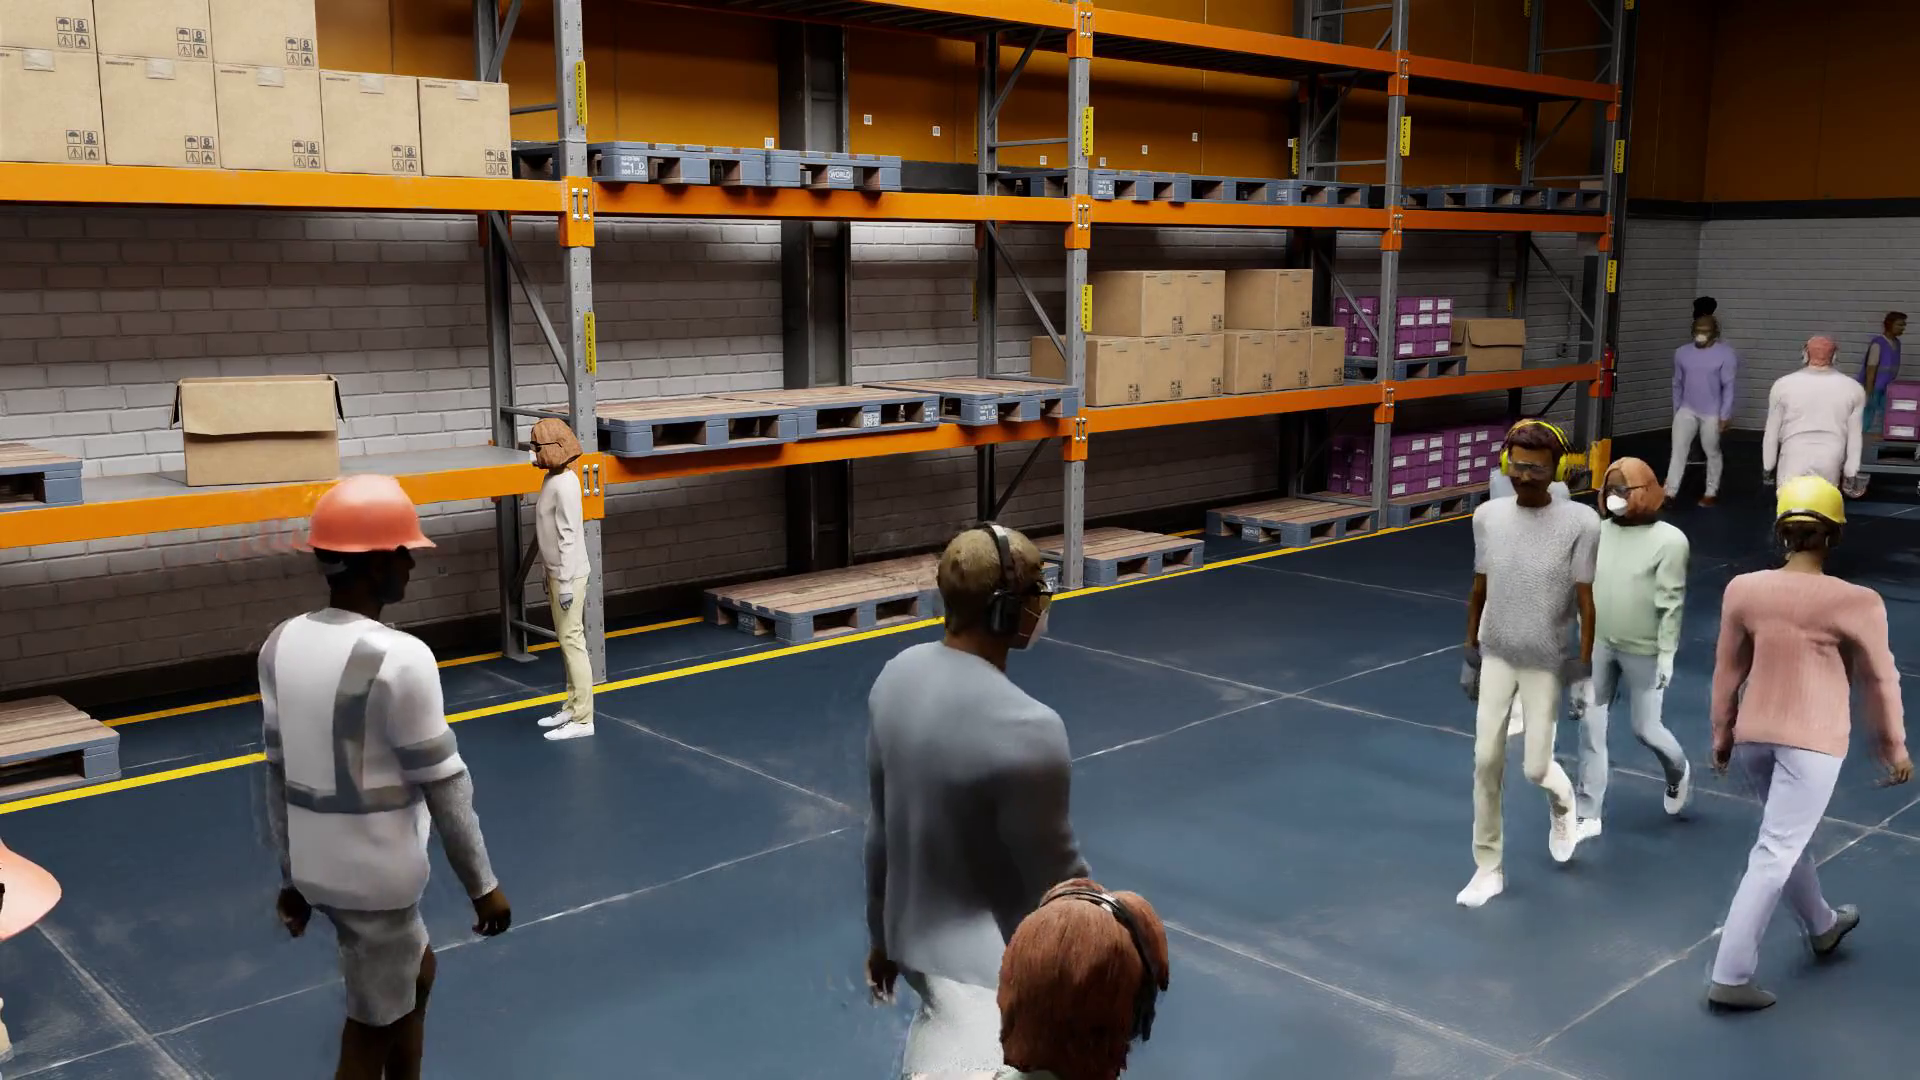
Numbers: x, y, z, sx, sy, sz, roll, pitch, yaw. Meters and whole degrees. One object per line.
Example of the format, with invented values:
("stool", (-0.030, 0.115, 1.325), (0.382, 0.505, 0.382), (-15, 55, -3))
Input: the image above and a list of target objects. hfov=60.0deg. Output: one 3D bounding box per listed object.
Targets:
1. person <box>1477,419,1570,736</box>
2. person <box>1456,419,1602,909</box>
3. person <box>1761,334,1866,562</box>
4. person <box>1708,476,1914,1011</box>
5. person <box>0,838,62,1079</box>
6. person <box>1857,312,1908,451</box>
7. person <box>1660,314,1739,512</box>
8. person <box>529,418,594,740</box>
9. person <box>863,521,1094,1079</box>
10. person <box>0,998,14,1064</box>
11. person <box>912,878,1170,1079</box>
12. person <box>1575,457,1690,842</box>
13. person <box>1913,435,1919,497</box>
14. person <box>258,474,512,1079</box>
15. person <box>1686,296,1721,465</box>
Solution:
("person", (2.866, 0.187, 8.442), (0.435, 1.621, 0.514), (-5, 11, -28))
("person", (2.165, 0.447, 6.303), (0.539, 1.843, 0.662), (8, 13, 40))
("person", (6.177, -0.553, 12.054), (0.640, 1.880, 0.853), (3, 10, 15))
("person", (2.787, 0.654, 5.458), (0.936, 1.714, 0.533), (-5, 11, -27))
("person", (-0.991, 1.149, 1.603), (0.374, 2.042, 0.615), (-2, 10, -10))
("person", (10.465, -1.678, 18.868), (0.583, 1.803, 0.699), (-7, 12, -36))
("person", (7.041, -1.201, 15.859), (1.030, 1.874, 0.643), (-9, 13, -43))
("person", (-2.016, 0.193, 8.424), (0.277, 1.629, 0.497), (-4, 10, -21))
("person", (0.065, 0.893, 3.580), (1.042, 1.883, 0.654), (-5, 11, -27))
("person", (-3.092, 0.587, 4.897), (0.375, 2.043, 0.610), (-9, 13, -43))
("person", (0.160, 1.239, 2.351), (0.510, 1.599, 0.820), (2, 10, 14))
("person", (2.823, 0.445, 6.963), (0.664, 1.615, 0.495), (-8, 12, -38))
("person", (8.000, -0.767, 13.391), (0.524, 1.850, 0.545), (-7, 12, -36))
("person", (-1.378, 0.790, 4.102), (0.565, 1.911, 0.758), (8, 12, 39))
("person", (8.686, -1.863, 19.464), (0.374, 1.966, 0.608), (7, 12, 35))
